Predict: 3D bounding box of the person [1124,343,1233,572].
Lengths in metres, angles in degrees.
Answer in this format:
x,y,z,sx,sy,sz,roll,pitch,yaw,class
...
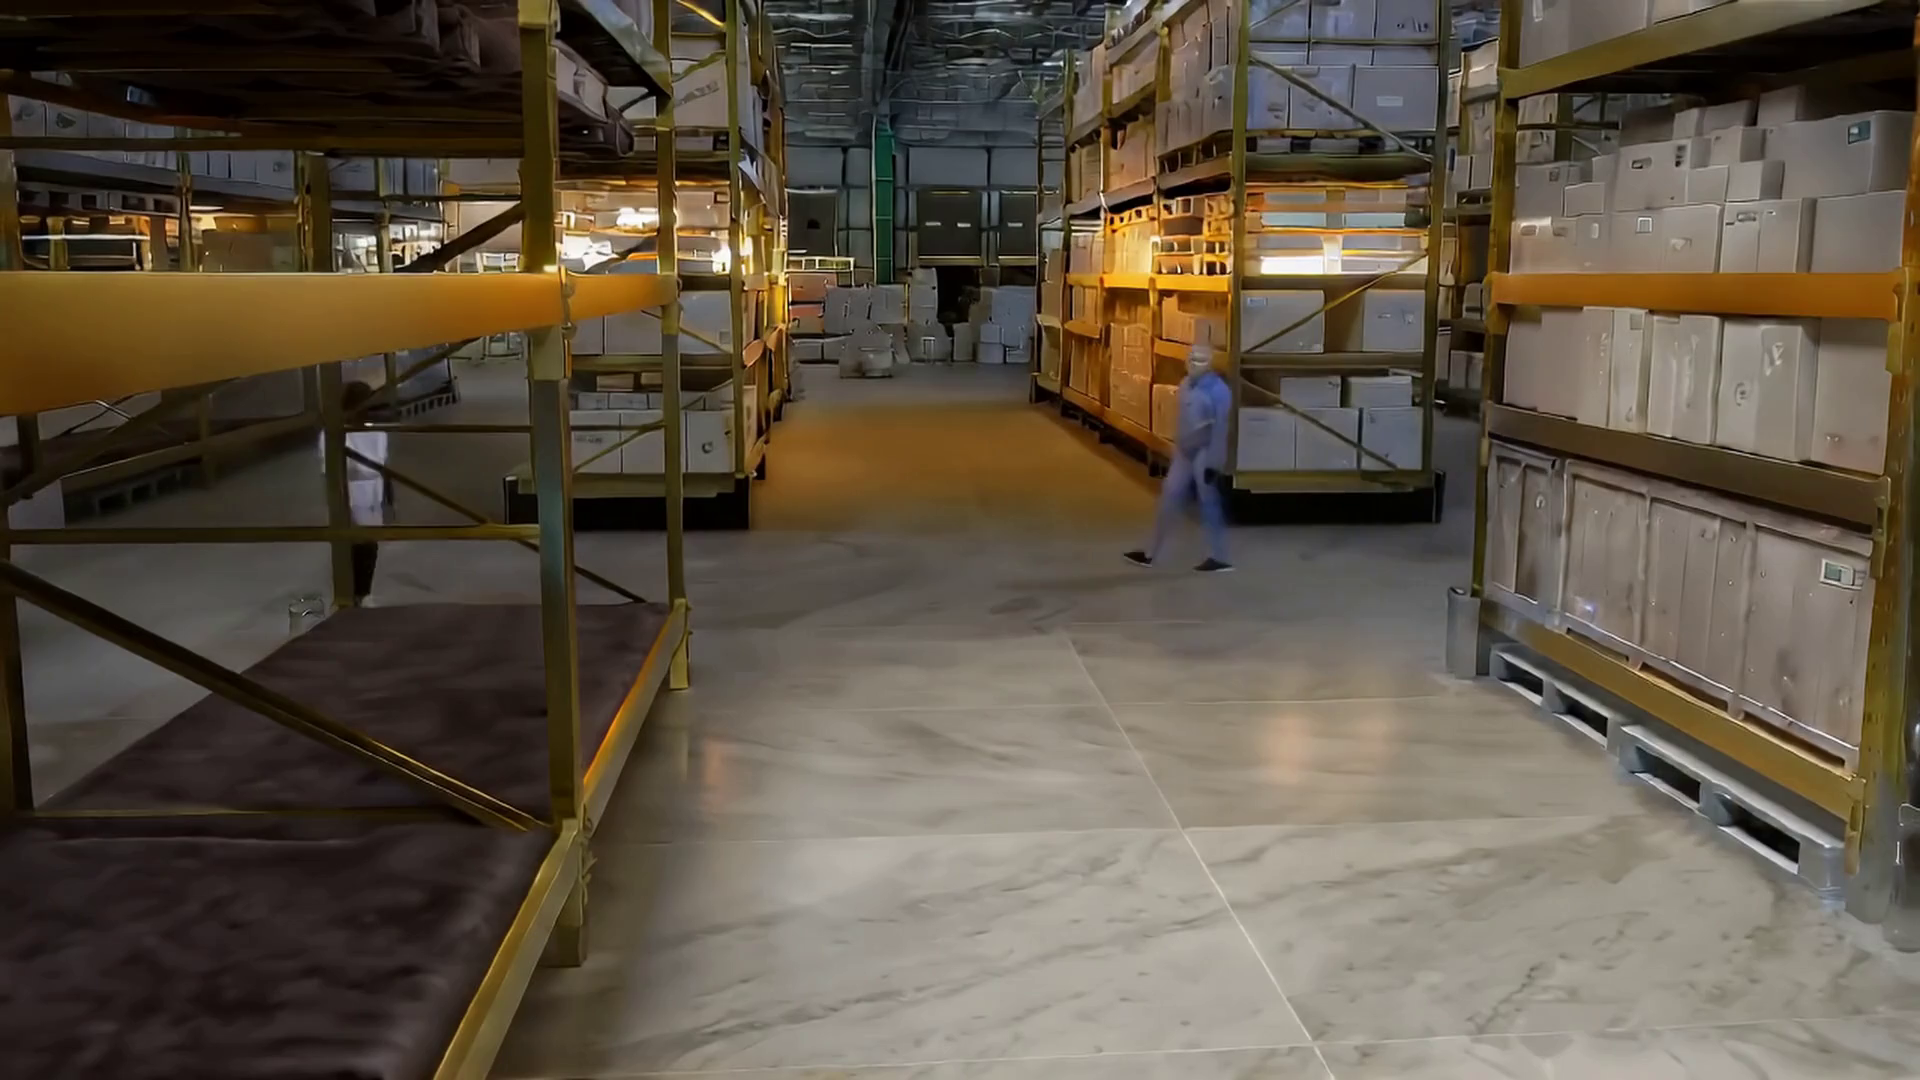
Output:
x,y,z,sx,sy,sz,roll,pitch,yaw,class
1.791,-0.643,13.364,0.818,1.858,0.676,-6,11,-34,person

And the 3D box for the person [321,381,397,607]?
x,y,z,sx,sy,sz,roll,pitch,yaw,class
-4.113,-0.254,11.454,0.379,1.681,0.549,4,10,23,person

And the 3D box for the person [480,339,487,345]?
x,y,z,sx,sy,sz,roll,pitch,yaw,class
-16.617,-7.724,57.778,0.649,1.890,1.038,1,9,4,person
